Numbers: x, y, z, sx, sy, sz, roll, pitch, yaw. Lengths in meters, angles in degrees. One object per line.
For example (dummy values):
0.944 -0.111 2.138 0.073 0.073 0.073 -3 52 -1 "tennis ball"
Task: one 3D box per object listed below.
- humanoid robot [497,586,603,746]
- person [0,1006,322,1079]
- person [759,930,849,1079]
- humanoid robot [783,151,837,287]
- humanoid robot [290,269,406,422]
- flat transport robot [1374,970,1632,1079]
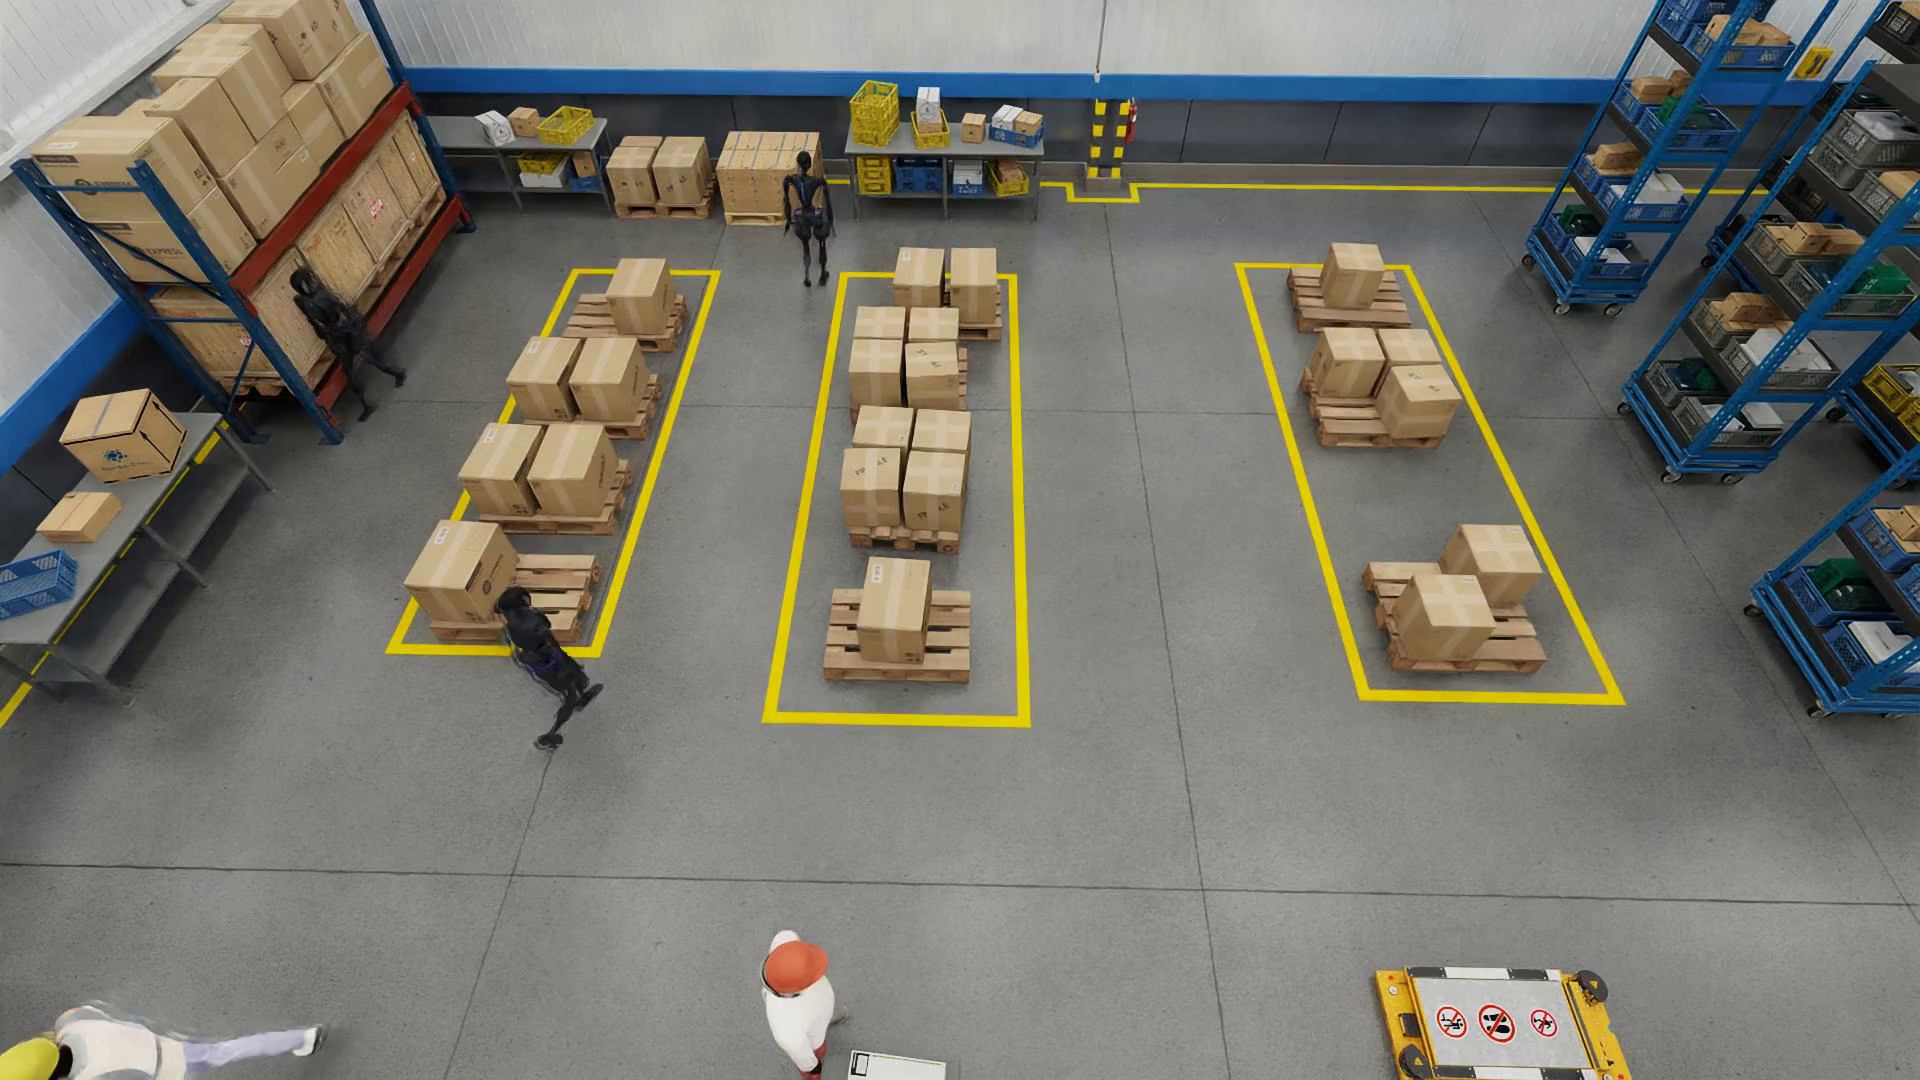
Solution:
-3.122 0.943 6.826 0.570 1.639 0.605 32 57 23 "humanoid robot"
-4.418 2.918 5.066 0.909 1.879 0.612 -26 55 -20 "person"
-0.853 2.676 5.198 0.395 1.986 0.615 -7 51 -6 "person"
-1.745 -3.657 10.557 0.615 1.635 0.424 5 51 4 "humanoid robot"
-6.172 -2.032 9.272 0.591 1.649 0.764 1 51 1 "humanoid robot"
3.501 3.133 5.914 1.431 0.197 0.652 1 51 1 "flat transport robot"
